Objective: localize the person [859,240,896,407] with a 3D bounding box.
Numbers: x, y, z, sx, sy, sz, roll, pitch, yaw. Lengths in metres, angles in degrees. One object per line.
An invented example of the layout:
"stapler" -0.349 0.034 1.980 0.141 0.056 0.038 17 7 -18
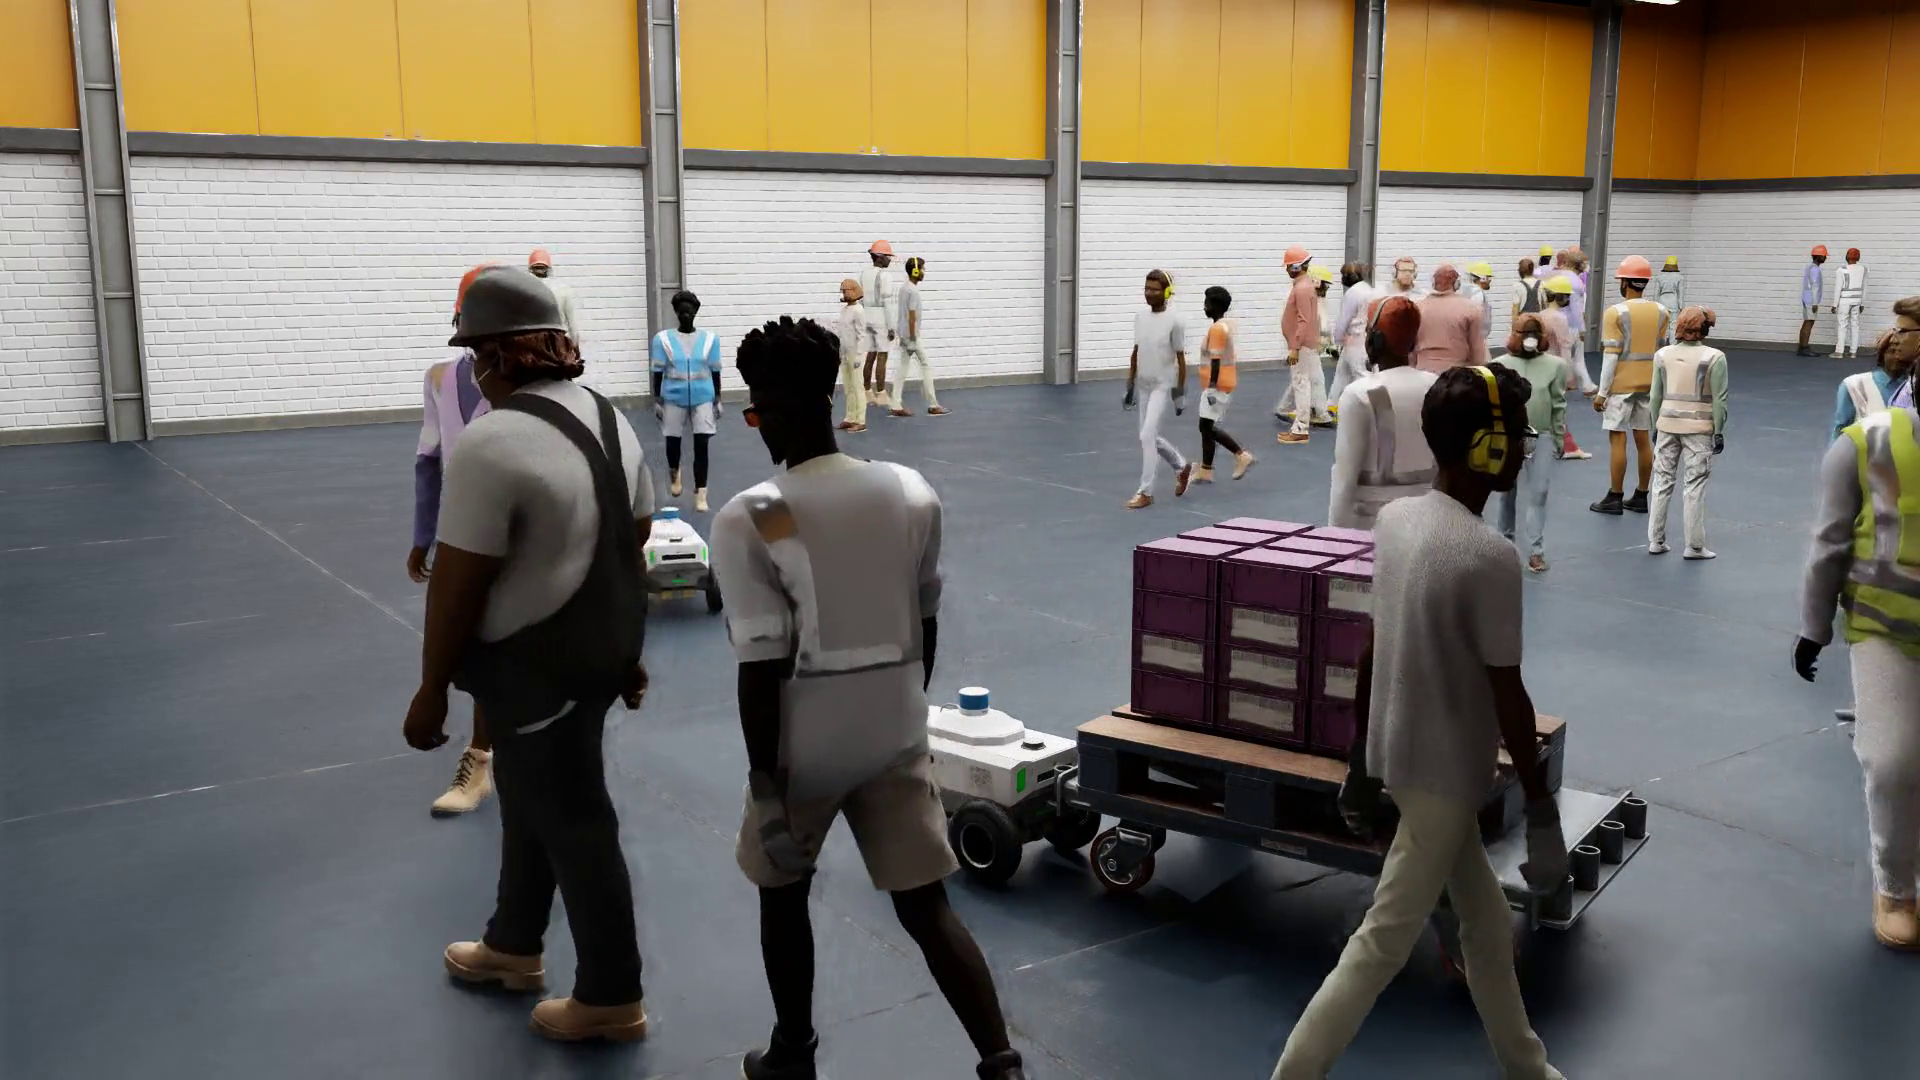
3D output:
"person" -0.983 -2.651 20.404 0.392 2.040 0.611 -8 13 -36

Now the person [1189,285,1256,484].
"person" 2.168 -1.280 13.875 0.556 1.675 0.554 2 11 13

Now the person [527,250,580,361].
"person" -4.229 -1.988 17.043 0.621 1.955 0.984 0 10 -2

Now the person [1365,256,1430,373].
"person" 4.272 -1.811 16.193 0.663 1.894 0.509 0 10 3

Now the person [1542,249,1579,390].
"person" 8.215 -3.002 22.696 0.402 1.911 0.638 -3 11 -18

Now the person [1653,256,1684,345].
"person" 12.423 -4.103 29.183 0.494 1.743 0.303 5 11 26

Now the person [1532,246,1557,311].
"person" 9.652 -3.893 27.517 0.594 1.927 0.367 -2 11 -11

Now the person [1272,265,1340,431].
"person" 3.787 -2.094 18.095 0.867 1.783 0.580 6 12 30

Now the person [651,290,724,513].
"person" -2.084 -1.072 12.736 0.549 1.681 0.652 -2 11 -12

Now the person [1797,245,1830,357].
"person" 14.856 -4.155 28.934 0.373 1.934 0.551 3 11 16

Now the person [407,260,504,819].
"person" -1.723 -0.048 6.279 0.607 2.001 0.948 5 12 27

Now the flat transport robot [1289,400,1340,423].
"flat transport robot" 4.432 -1.469 18.778 1.431 0.197 0.652 -4 11 -21

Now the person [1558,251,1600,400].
"person" 7.792 -2.671 20.909 0.968 1.895 0.648 2 11 13

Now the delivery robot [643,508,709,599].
"delivery robot" -1.629 0.061 9.358 0.477 0.478 0.707 -3 11 -17

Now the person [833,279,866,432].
"person" -1.171 -1.972 17.799 0.284 1.633 0.500 -6 12 -30

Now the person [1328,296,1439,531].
"person" 1.723 -0.027 6.545 0.584 1.858 0.860 -7 12 -32

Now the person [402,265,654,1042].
"person" -1.177 0.283 4.319 0.832 2.000 0.688 2 11 12

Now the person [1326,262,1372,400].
"person" 4.312 -2.214 18.704 0.897 1.794 0.614 5 11 24

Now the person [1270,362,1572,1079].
"person" 1.071 0.524 3.632 0.996 1.814 0.533 -2 10 -9

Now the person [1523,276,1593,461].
"person" 5.457 -1.580 15.421 0.916 1.721 0.542 0 10 -1

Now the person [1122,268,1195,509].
"person" 1.556 -1.183 12.914 0.808 1.845 0.522 -8 13 -36

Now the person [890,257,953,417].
"person" -0.455 -2.336 19.254 0.828 1.841 0.517 -4 11 -22

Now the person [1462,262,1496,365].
"person" 6.313 -2.527 20.476 0.948 1.777 0.596 0 10 1

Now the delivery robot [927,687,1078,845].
"delivery robot" 0.046 0.741 5.627 0.707 0.478 0.477 9 14 41

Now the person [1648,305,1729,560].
"person" 4.697 -0.691 10.759 0.308 1.641 0.515 -8 13 -37

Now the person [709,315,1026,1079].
"person" -0.194 0.474 3.675 0.627 1.924 0.978 -7 13 -34

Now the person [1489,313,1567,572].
"person" 3.505 -0.598 10.325 0.531 1.599 0.789 2 11 11

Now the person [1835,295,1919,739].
"person" 3.921 -0.076 6.826 0.389 1.845 0.567 4 11 19

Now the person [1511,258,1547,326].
"person" 7.599 -2.843 22.137 0.541 1.810 0.912 0 10 -2

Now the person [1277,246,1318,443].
"person" 3.406 -1.966 16.805 0.393 1.985 0.610 3 11 14

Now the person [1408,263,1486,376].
"person" 4.008 -1.362 13.854 0.651 1.866 0.962 9 14 42

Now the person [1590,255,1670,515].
"person" 5.007 -1.154 12.476 0.543 1.939 0.362 -3 11 -17

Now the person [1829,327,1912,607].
"person" 4.891 -0.333 8.852 0.521 1.618 0.686 4 11 21

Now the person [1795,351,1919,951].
"person" 2.854 0.303 4.820 0.743 1.812 0.574 2 11 13

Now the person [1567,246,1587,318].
"person" 9.496 -3.613 25.964 0.552 1.935 0.374 8 13 39

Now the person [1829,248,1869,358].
"person" 15.255 -4.056 28.544 0.575 1.883 0.355 -1 10 -6
